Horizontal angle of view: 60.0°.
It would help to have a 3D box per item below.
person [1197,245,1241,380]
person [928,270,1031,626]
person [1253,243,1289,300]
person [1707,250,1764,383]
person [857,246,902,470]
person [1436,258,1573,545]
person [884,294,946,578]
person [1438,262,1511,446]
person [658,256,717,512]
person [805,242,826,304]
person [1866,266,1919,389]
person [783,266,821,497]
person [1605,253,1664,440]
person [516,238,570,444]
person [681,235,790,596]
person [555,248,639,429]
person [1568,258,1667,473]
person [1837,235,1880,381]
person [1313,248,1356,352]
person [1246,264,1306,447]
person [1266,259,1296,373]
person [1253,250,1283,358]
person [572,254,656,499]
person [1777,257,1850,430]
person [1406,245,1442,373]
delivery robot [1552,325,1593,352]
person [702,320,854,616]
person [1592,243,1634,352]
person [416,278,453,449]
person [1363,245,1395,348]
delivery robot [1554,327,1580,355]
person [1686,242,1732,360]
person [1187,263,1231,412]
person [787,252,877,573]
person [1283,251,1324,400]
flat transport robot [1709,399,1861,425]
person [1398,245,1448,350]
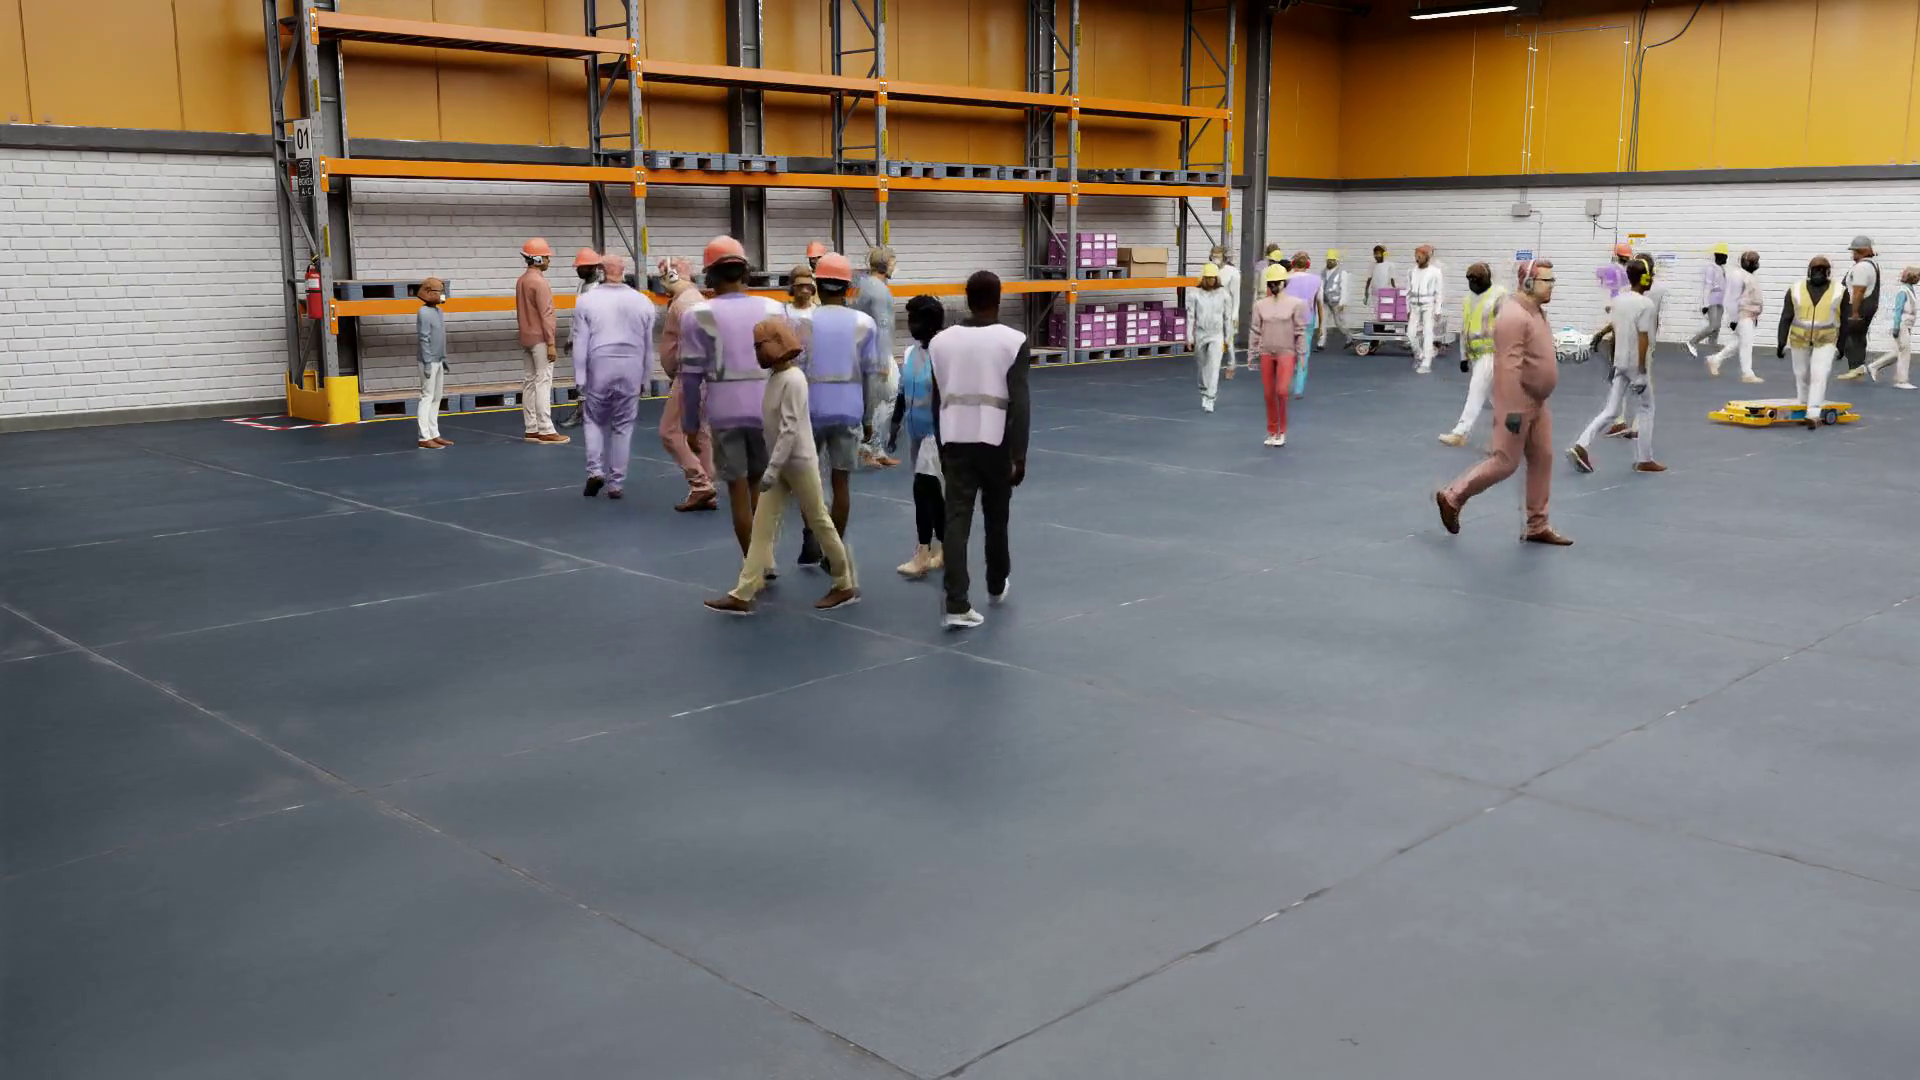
[{"bbox_3d":[3.587,-3.129,23.018,0.629,1.906,0.975,5,12,26],"label":"person"},{"bbox_3d":[0.096,-0.493,8.818,0.594,1.844,1.034,3,11,15],"label":"person"},{"bbox_3d":[5.350,-4.176,28.717,0.617,1.901,0.931,5,12,26],"label":"person"},{"bbox_3d":[10.801,-3.098,23.057,0.782,1.824,0.630,10,14,44],"label":"person"},{"bbox_3d":[-0.705,-1.550,14.323,0.461,1.926,0.663,-3,11,-14],"label":"person"},{"bbox_3d":[3.630,-0.909,10.949,0.796,1.880,0.644,8,13,38],"label":"person"},{"bbox_3d":[-0.253,-0.610,9.868,0.669,1.667,0.552,-8,13,-37],"label":"person"},{"bbox_3d":[5.103,-1.803,16.120,0.997,1.773,0.666,-3,11,-17],"label":"person"},{"bbox_3d":[-1.983,-1.127,12.162,0.440,1.867,0.727,0,10,-2],"label":"person"},{"bbox_3d":[-1.712,-2.600,20.002,0.543,1.939,0.360,3,11,16],"label":"person"},{"bbox_3d":[12.428,-2.818,22.048,0.579,1.615,0.529,9,13,39],"label":"person"},{"bbox_3d":[-1.183,-1.162,12.547,0.509,1.808,0.935,-5,11,-24],"label":"person"},{"bbox_3d":[6.714,-1.923,16.551,0.518,1.847,0.580,-1,10,-5],"label":"person"},{"bbox_3d":[-4.100,-1.932,16.205,0.375,1.995,0.610,-8,13,-39],"label":"person"},{"bbox_3d":[-1.261,-0.695,9.396,0.633,2.011,0.592,-5,11,-25],"label":"person"},{"bbox_3d":[-3.846,-2.143,17.663,0.993,1.900,0.564,-8,13,-37],"label":"person"},{"bbox_3d":[5.648,-1.475,14.147,0.875,1.845,0.524,-3,11,-17],"label":"person"},{"bbox_3d":[12.415,-3.211,23.053,0.685,2.000,0.538,-10,15,-44],"label":"person"},{"bbox_3d":[6.559,-4.177,29.011,0.861,1.800,0.610,-7,12,-33],"label":"person"},{"bbox_3d":[3.002,-1.758,15.915,0.550,1.746,0.591,6,12,31],"label":"person"},{"bbox_3d":[4.677,-3.217,24.056,0.543,1.676,0.534,0,10,0],"label":"person"},{"bbox_3d":[5.109,-3.866,27.364,0.621,1.782,0.894,10,14,44],"label":"person"},{"bbox_3d":[-2.662,-1.251,12.821,0.649,1.877,0.424,-4,11,-19],"label":"person"},{"bbox_3d":[8.928,-2.060,17.461,0.645,1.787,0.982,7,12,33],"label":"person"},{"bbox_3d":[6.815,-3.392,24.491,0.597,1.870,0.404,10,14,43],"label":"person"},{"bbox_3d":[9.913,-3.249,27.060,0.707,0.478,0.477,6,12,30],"label":"delivery robot"},{"bbox_3d":[-0.942,-0.377,8.852,0.871,1.571,0.493,-6,12,-30],"label":"person"},{"bbox_3d":[11.024,-4.049,28.040,0.587,1.896,0.835,-6,12,-28],"label":"person"},{"bbox_3d":[-5.026,-1.682,15.863,0.304,1.625,0.499,0,10,0],"label":"person"},{"bbox_3d":[7.522,-4.379,29.992,0.841,1.829,0.505,-10,15,-44],"label":"person"},{"bbox_3d":[9.670,-3.152,26.529,0.477,0.478,0.707,2,11,12],"label":"delivery robot"},{"bbox_3d":[12.230,-3.877,27.053,0.583,1.910,0.516,-10,15,-44],"label":"person"},{"bbox_3d":[2.897,-2.369,19.360,0.490,1.702,0.886,2,11,12],"label":"person"},{"bbox_3d":[-0.772,-0.755,9.996,0.554,1.919,0.440,-2,11,-10],"label":"person"},{"bbox_3d":[4.240,-2.675,20.755,0.576,1.813,0.845,3,11,14],"label":"person"},{"bbox_3d":[8.914,-1.393,17.967,1.431,0.197,0.652,-3,11,-18],"label":"flat transport robot"},{"bbox_3d":[8.318,-4.314,29.594,1.015,1.859,0.671,-2,11,-11],"label":"person"}]
